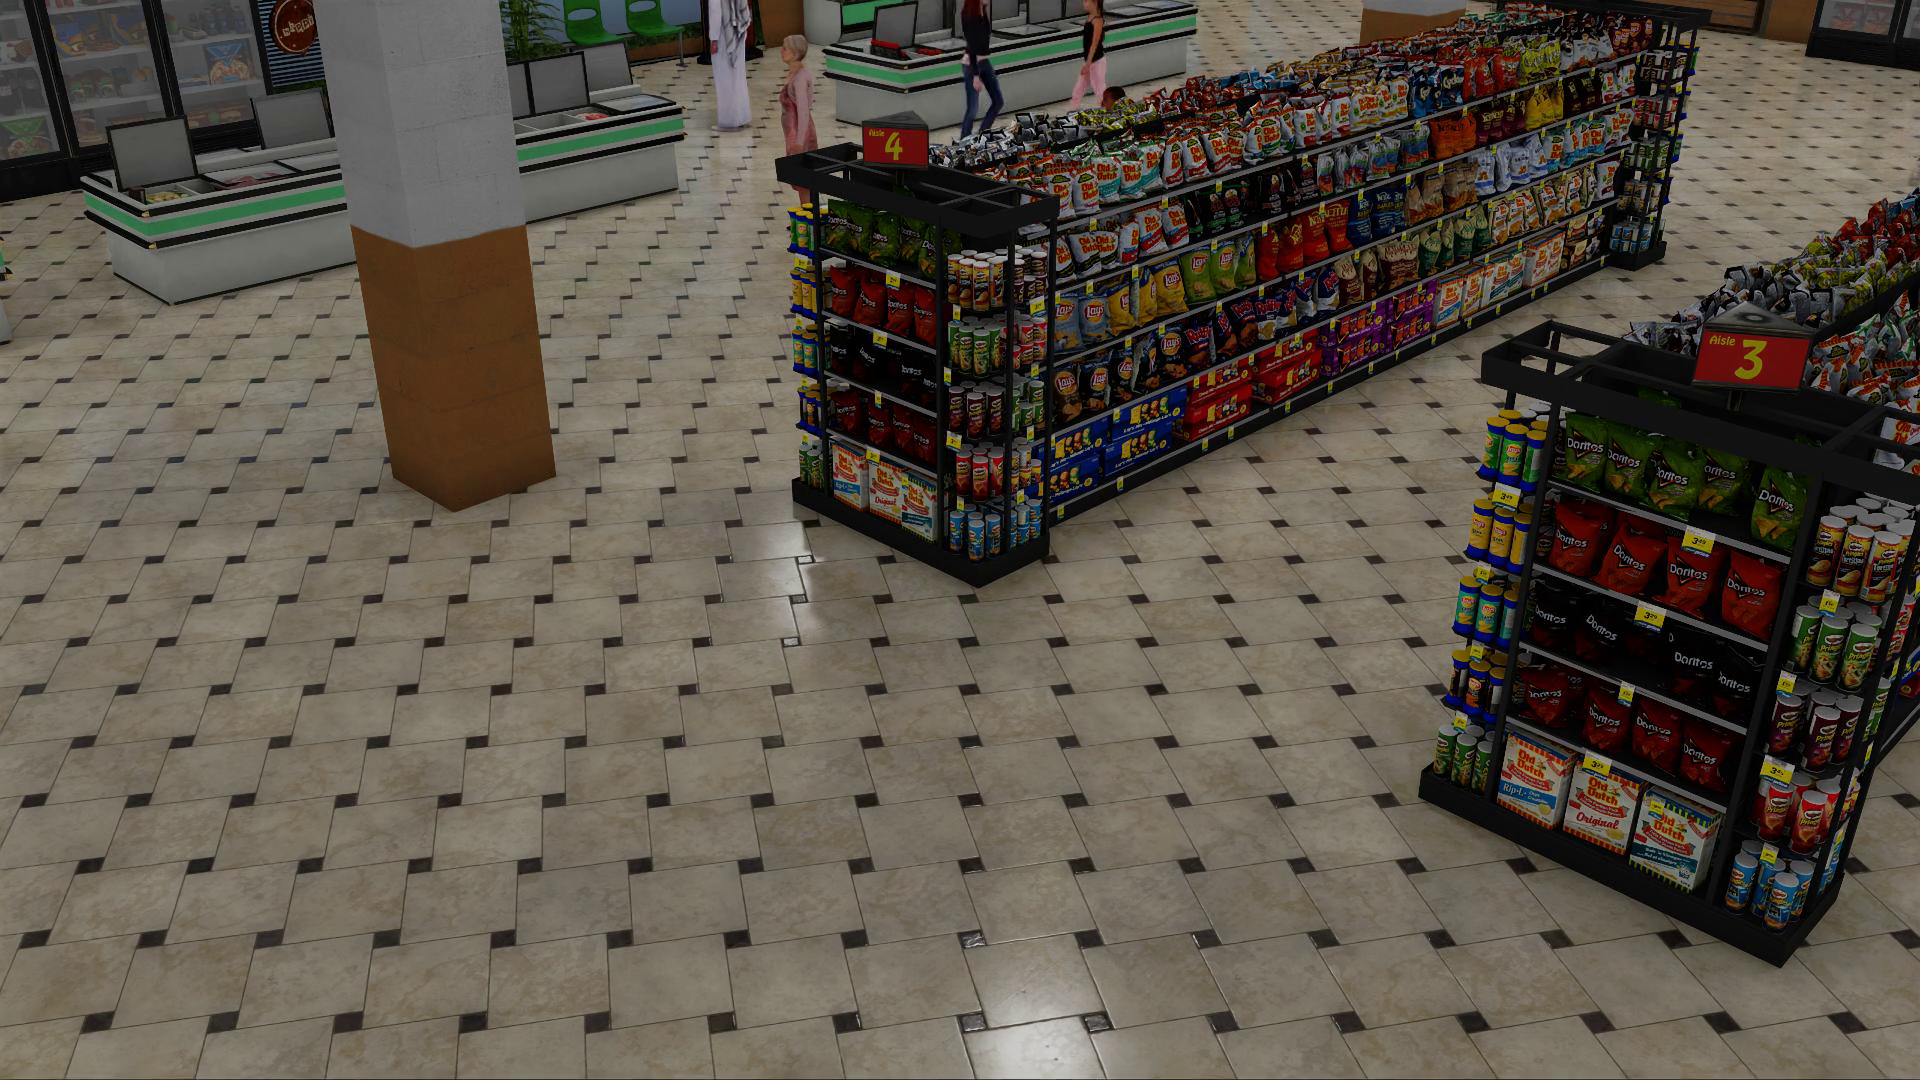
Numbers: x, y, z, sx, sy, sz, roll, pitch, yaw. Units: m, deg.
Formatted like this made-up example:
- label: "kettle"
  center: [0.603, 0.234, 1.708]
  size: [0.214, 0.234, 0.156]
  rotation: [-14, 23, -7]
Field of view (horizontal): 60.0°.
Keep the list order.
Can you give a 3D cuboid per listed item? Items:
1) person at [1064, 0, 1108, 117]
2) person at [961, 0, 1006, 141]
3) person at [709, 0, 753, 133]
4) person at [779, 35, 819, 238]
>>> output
- label: "person"
  center: [1.454, -4.891, 17.197]
  size: [1.043, 1.531, 0.890]
  rotation: [-4, 27, -9]
- label: "person"
  center: [0.086, -4.571, 16.302]
  size: [0.772, 1.771, 0.697]
  rotation: [11, 29, 21]
- label: "person"
  center: [-2.455, -5.319, 17.605]
  size: [0.820, 1.927, 0.691]
  rotation: [13, 30, 23]
- label: "person"
  center: [-1.352, -3.430, 14.138]
  size: [0.729, 1.691, 0.693]
  rotation: [-5, 27, -10]
